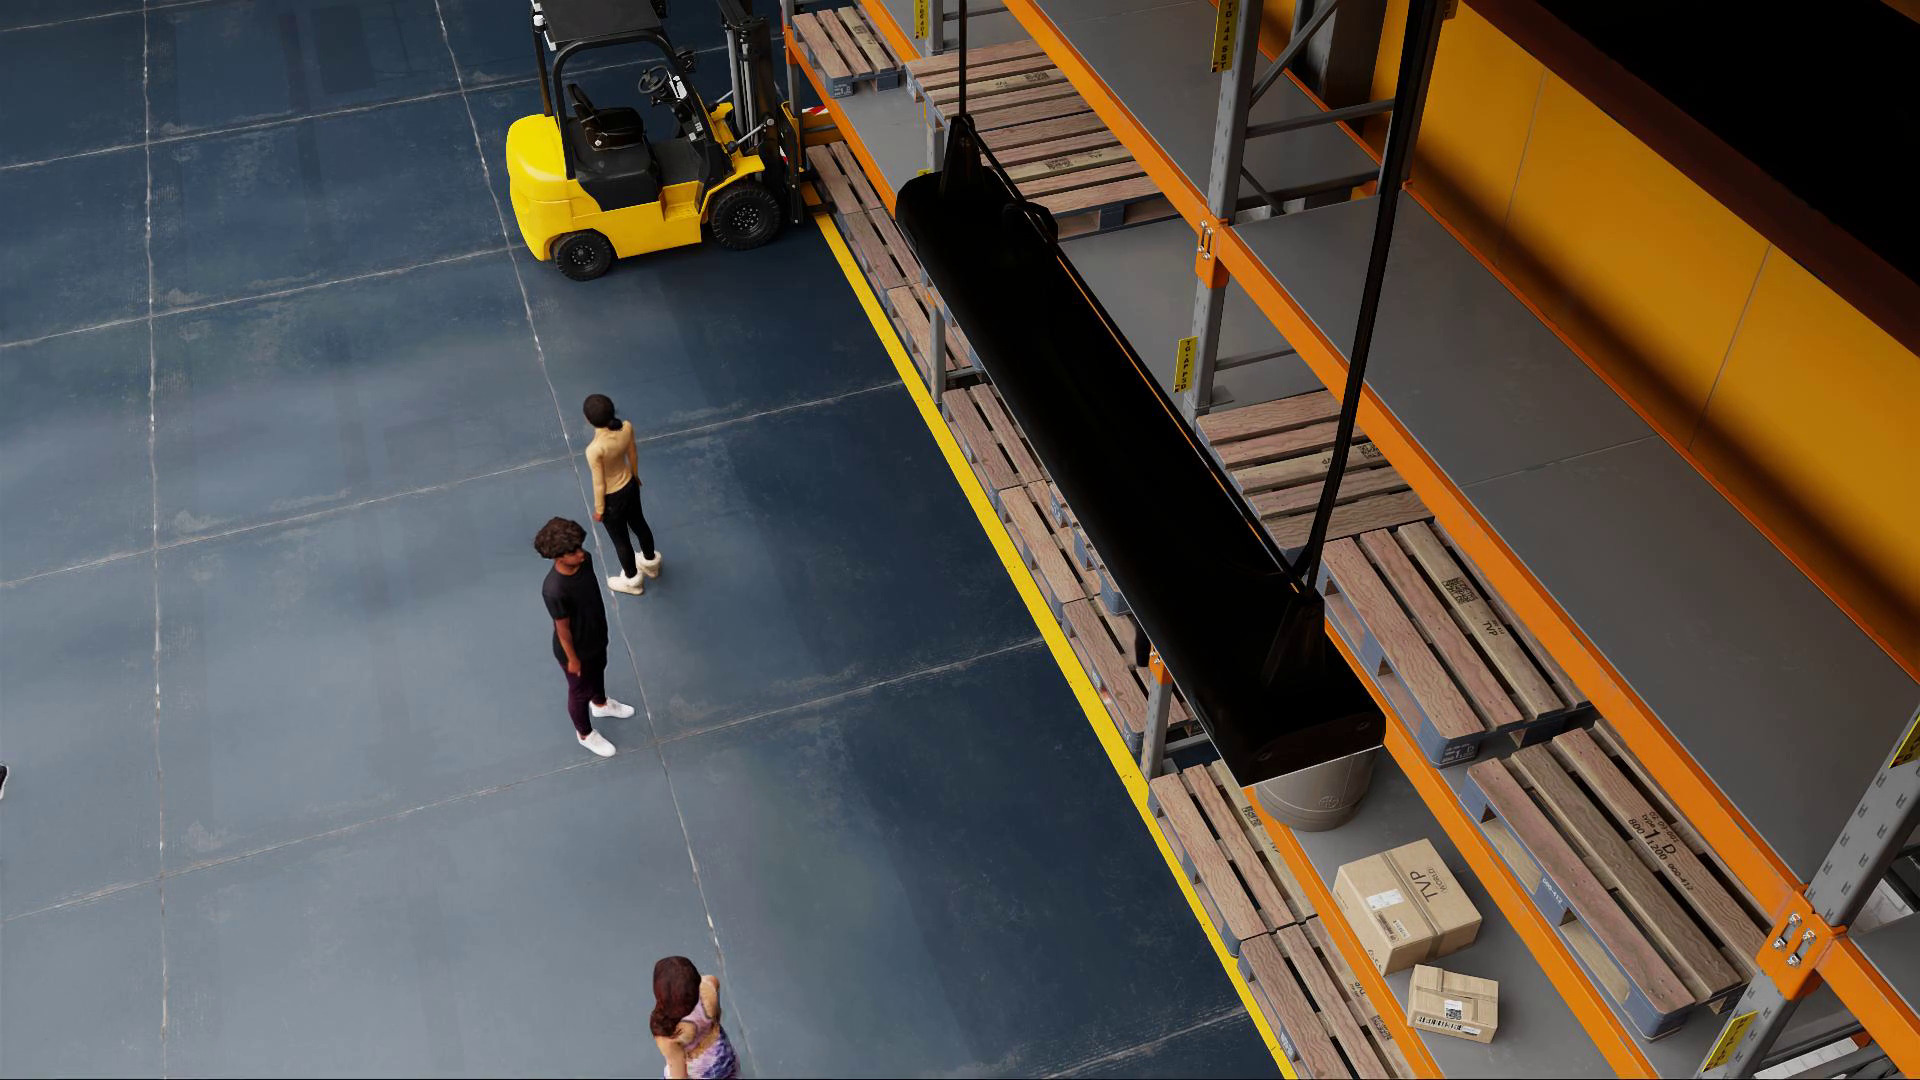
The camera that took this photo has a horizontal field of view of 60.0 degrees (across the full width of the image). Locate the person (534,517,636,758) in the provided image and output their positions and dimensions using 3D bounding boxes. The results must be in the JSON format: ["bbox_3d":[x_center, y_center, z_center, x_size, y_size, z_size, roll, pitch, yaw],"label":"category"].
[{"bbox_3d":[-2.317,0.556,10.141,0.779,1.784,0.684,10,45,10],"label":"person"}]

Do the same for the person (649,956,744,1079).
[{"bbox_3d":[-1.177,2.585,8.045,1.204,1.737,0.975,29,51,27],"label":"person"}]

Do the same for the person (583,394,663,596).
[{"bbox_3d":[-2.288,-0.316,11.146,0.727,1.659,0.688,23,48,22],"label":"person"}]
